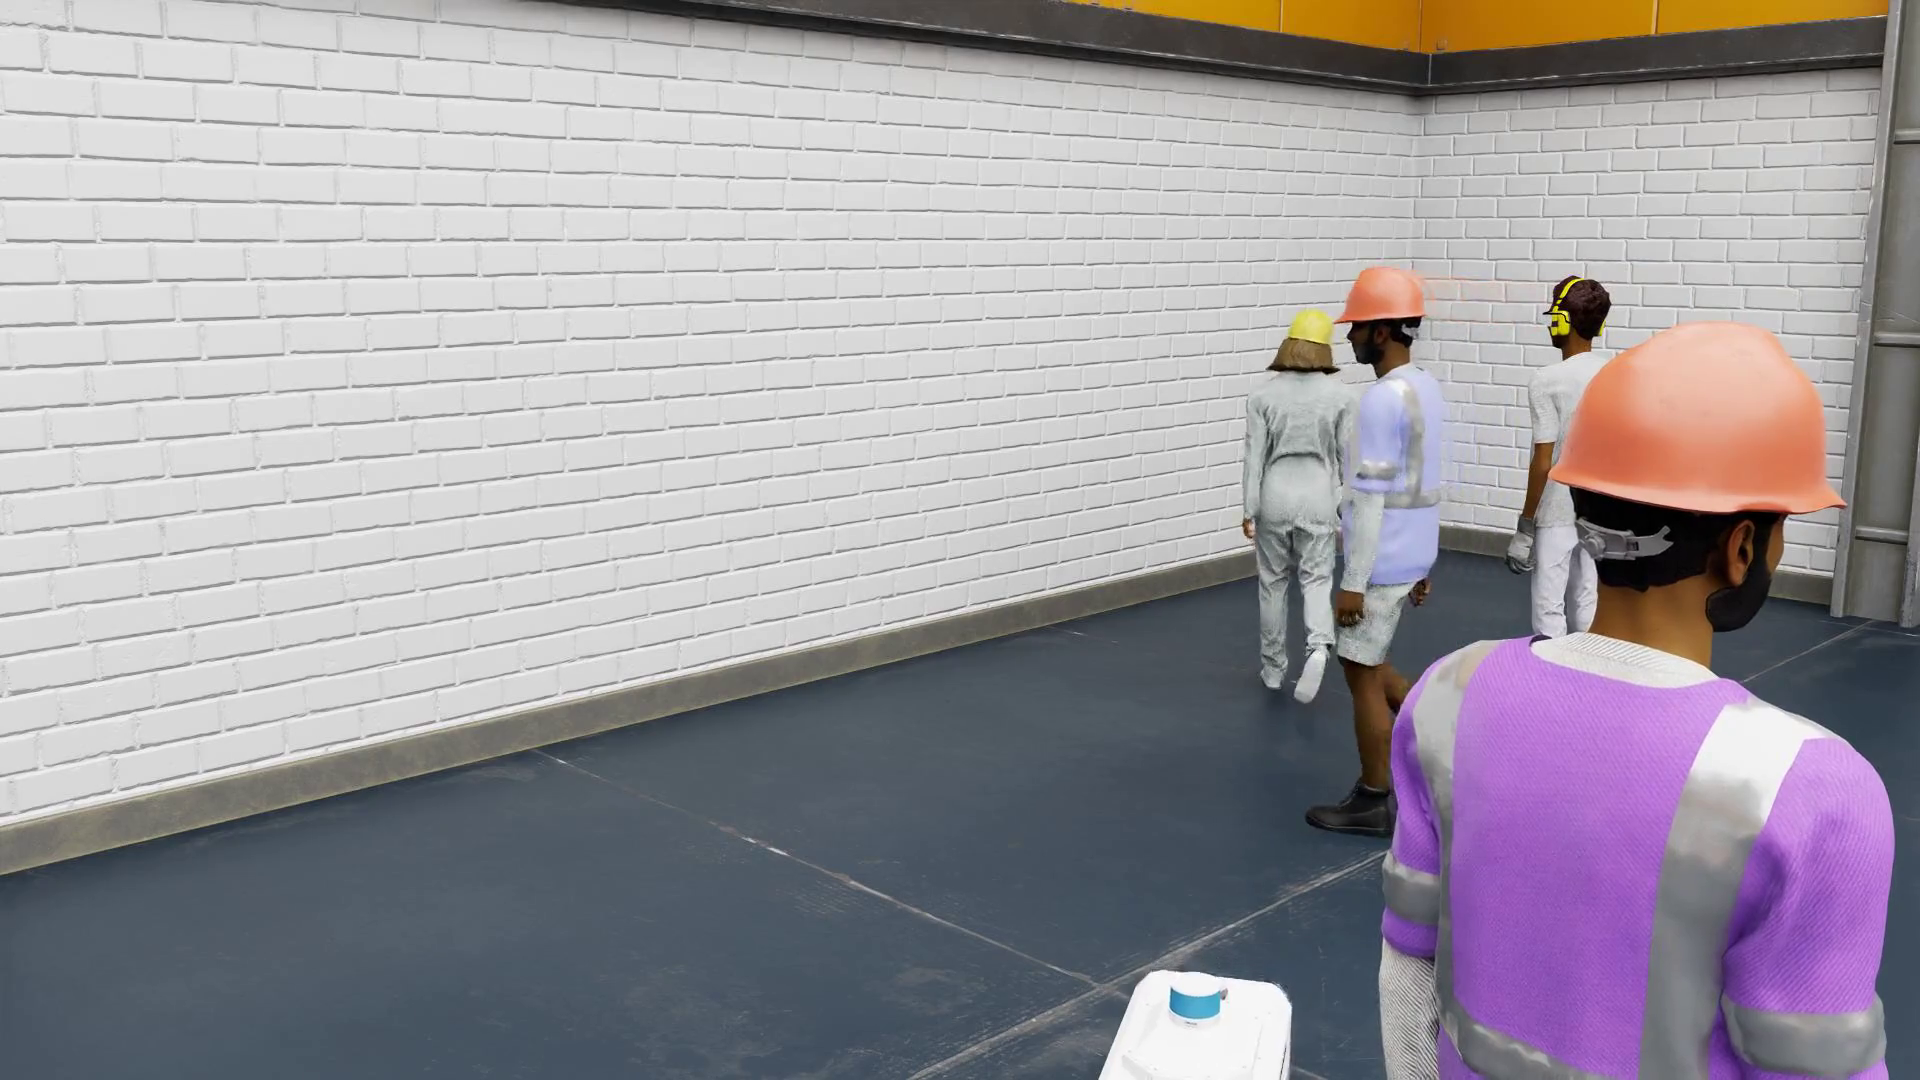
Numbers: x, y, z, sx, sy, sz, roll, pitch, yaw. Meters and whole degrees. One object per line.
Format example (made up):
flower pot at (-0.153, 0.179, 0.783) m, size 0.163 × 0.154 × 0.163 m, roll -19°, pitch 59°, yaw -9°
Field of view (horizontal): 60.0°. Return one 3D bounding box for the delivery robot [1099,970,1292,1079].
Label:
delivery robot at (0.463, 1.106, 3.314) m, size 0.477 × 0.478 × 0.707 m, roll 3°, pitch 11°, yaw 16°

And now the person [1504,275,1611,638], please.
person at (2.305, -0.063, 6.353) m, size 0.513 × 1.872 × 0.328 m, roll -6°, pitch 12°, yaw -29°

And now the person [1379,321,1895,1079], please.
person at (0.715, 0.738, 1.803) m, size 0.371 × 1.935 × 0.551 m, roll -7°, pitch 12°, yaw -33°

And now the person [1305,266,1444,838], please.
person at (1.422, 0.063, 5.530) m, size 0.448 × 1.925 × 0.544 m, roll 5°, pitch 12°, yaw 26°

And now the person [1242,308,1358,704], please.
person at (1.470, -0.137, 7.200) m, size 0.497 × 1.716 × 0.702 m, roll 1°, pitch 10°, yaw 8°
